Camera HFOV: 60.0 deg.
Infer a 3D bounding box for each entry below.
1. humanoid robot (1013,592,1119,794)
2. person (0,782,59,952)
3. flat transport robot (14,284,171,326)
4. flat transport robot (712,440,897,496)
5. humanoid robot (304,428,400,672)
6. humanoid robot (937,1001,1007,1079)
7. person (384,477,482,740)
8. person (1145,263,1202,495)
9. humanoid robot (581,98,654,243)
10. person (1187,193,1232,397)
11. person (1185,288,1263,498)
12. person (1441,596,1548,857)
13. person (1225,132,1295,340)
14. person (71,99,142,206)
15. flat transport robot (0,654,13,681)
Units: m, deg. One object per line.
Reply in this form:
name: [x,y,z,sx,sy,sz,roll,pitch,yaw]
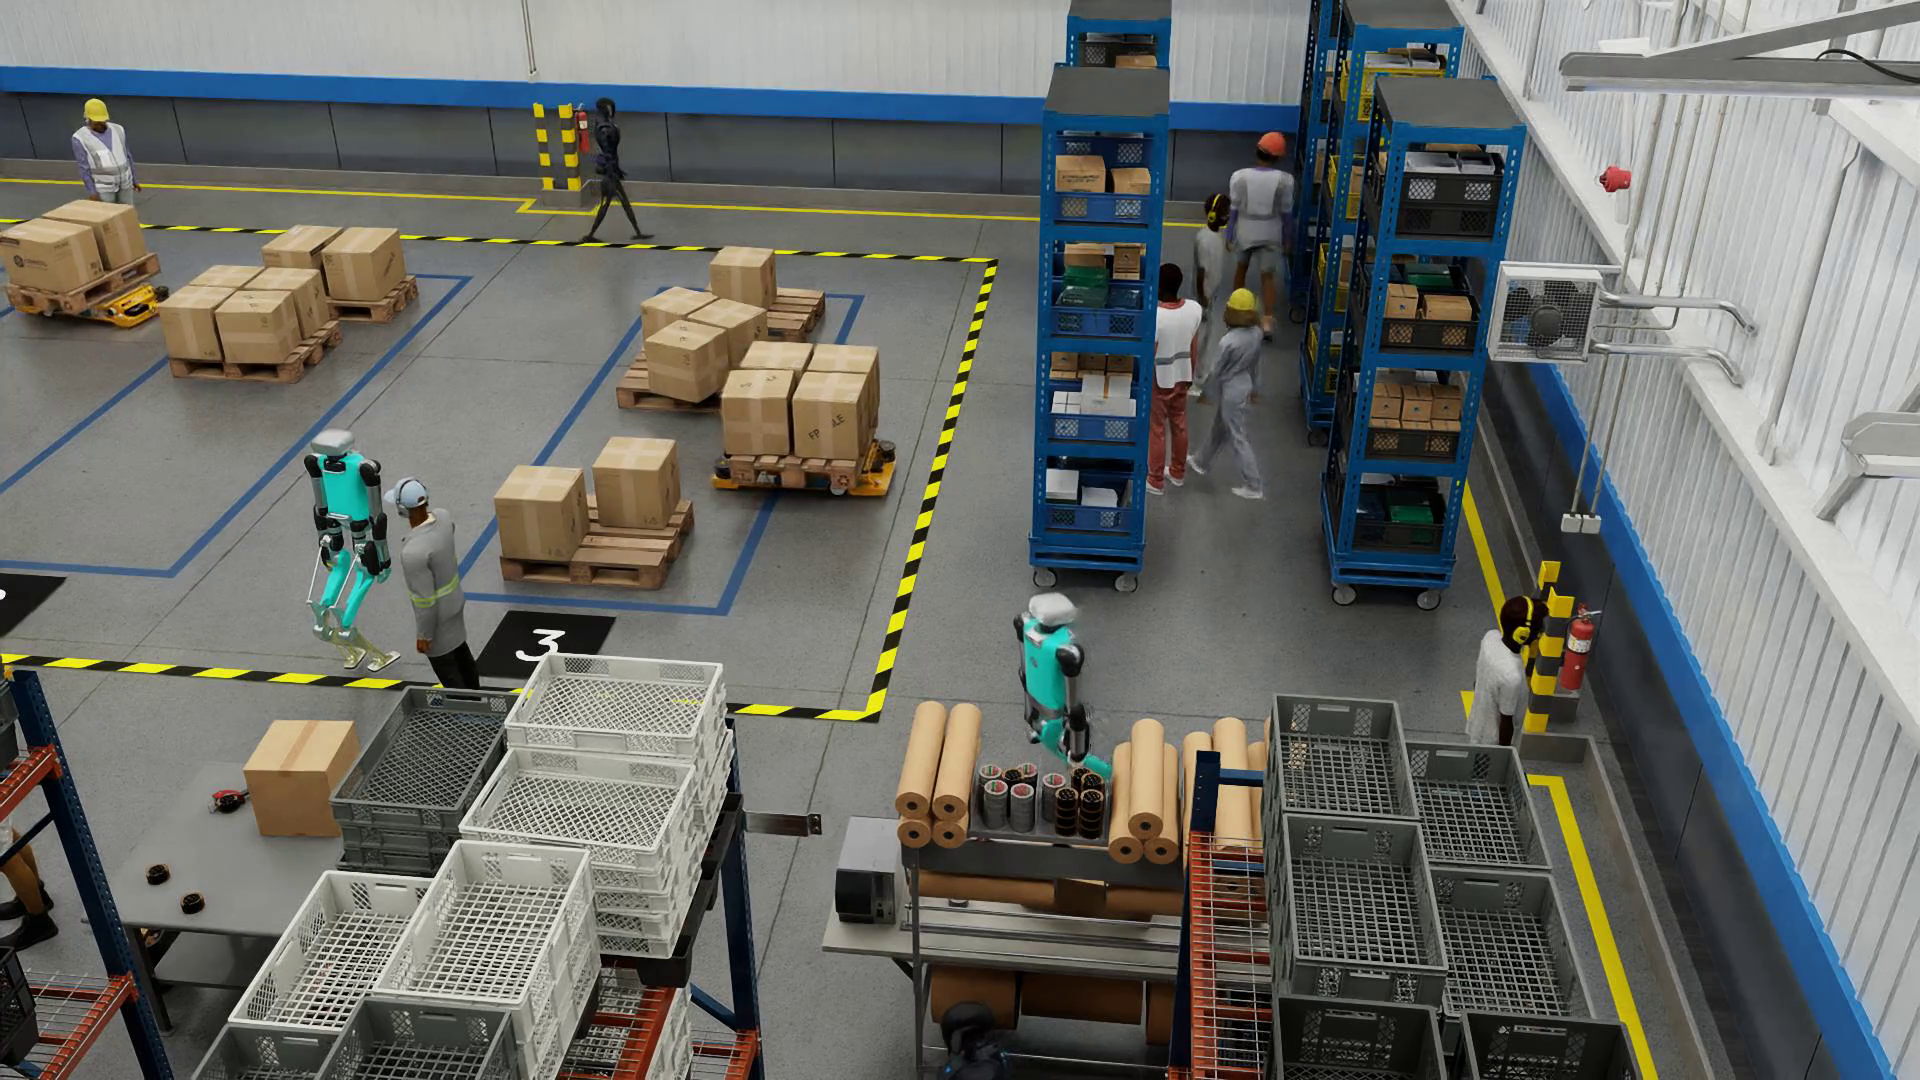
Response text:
humanoid robot: [0.712,1.067,9.486,0.782,1.887,0.544,-19,35,-29]
person: [-5.185,1.333,8.727,0.373,1.935,0.549,-15,33,-23]
flat transport robot: [-8.775,-2.449,16.852,1.431,0.197,0.652,9,31,14]
flat transport robot: [-1.273,-0.634,13.736,1.431,0.197,0.652,3,30,6]
humanoid robot: [-4.055,0.149,10.822,0.533,1.679,0.735,9,31,16]
humanoid robot: [0.028,2.565,6.881,0.597,1.642,0.590,-9,31,-15]
person: [-3.281,0.435,10.354,0.388,1.849,0.596,2,30,3]
person: [1.642,-1.267,13.211,0.589,1.918,0.390,-20,36,-30]
humanoid robot: [-3.842,-4.041,18.268,0.795,1.623,0.608,-2,30,-4]
person: [2.214,-2.192,14.855,0.316,1.864,0.531,11,32,18]
person: [2.170,-1.193,13.300,0.876,1.689,0.489,23,37,34]
person: [2.957,1.116,9.172,0.329,1.865,0.505,0,30,-1]
person: [2.871,-2.935,16.016,0.629,1.986,0.947,5,31,9]
person: [-8.961,-3.765,17.597,0.404,1.821,0.588,19,35,29]
flat transport robot: [-7.142,0.969,11.010,1.431,0.231,0.659,3,30,6]
